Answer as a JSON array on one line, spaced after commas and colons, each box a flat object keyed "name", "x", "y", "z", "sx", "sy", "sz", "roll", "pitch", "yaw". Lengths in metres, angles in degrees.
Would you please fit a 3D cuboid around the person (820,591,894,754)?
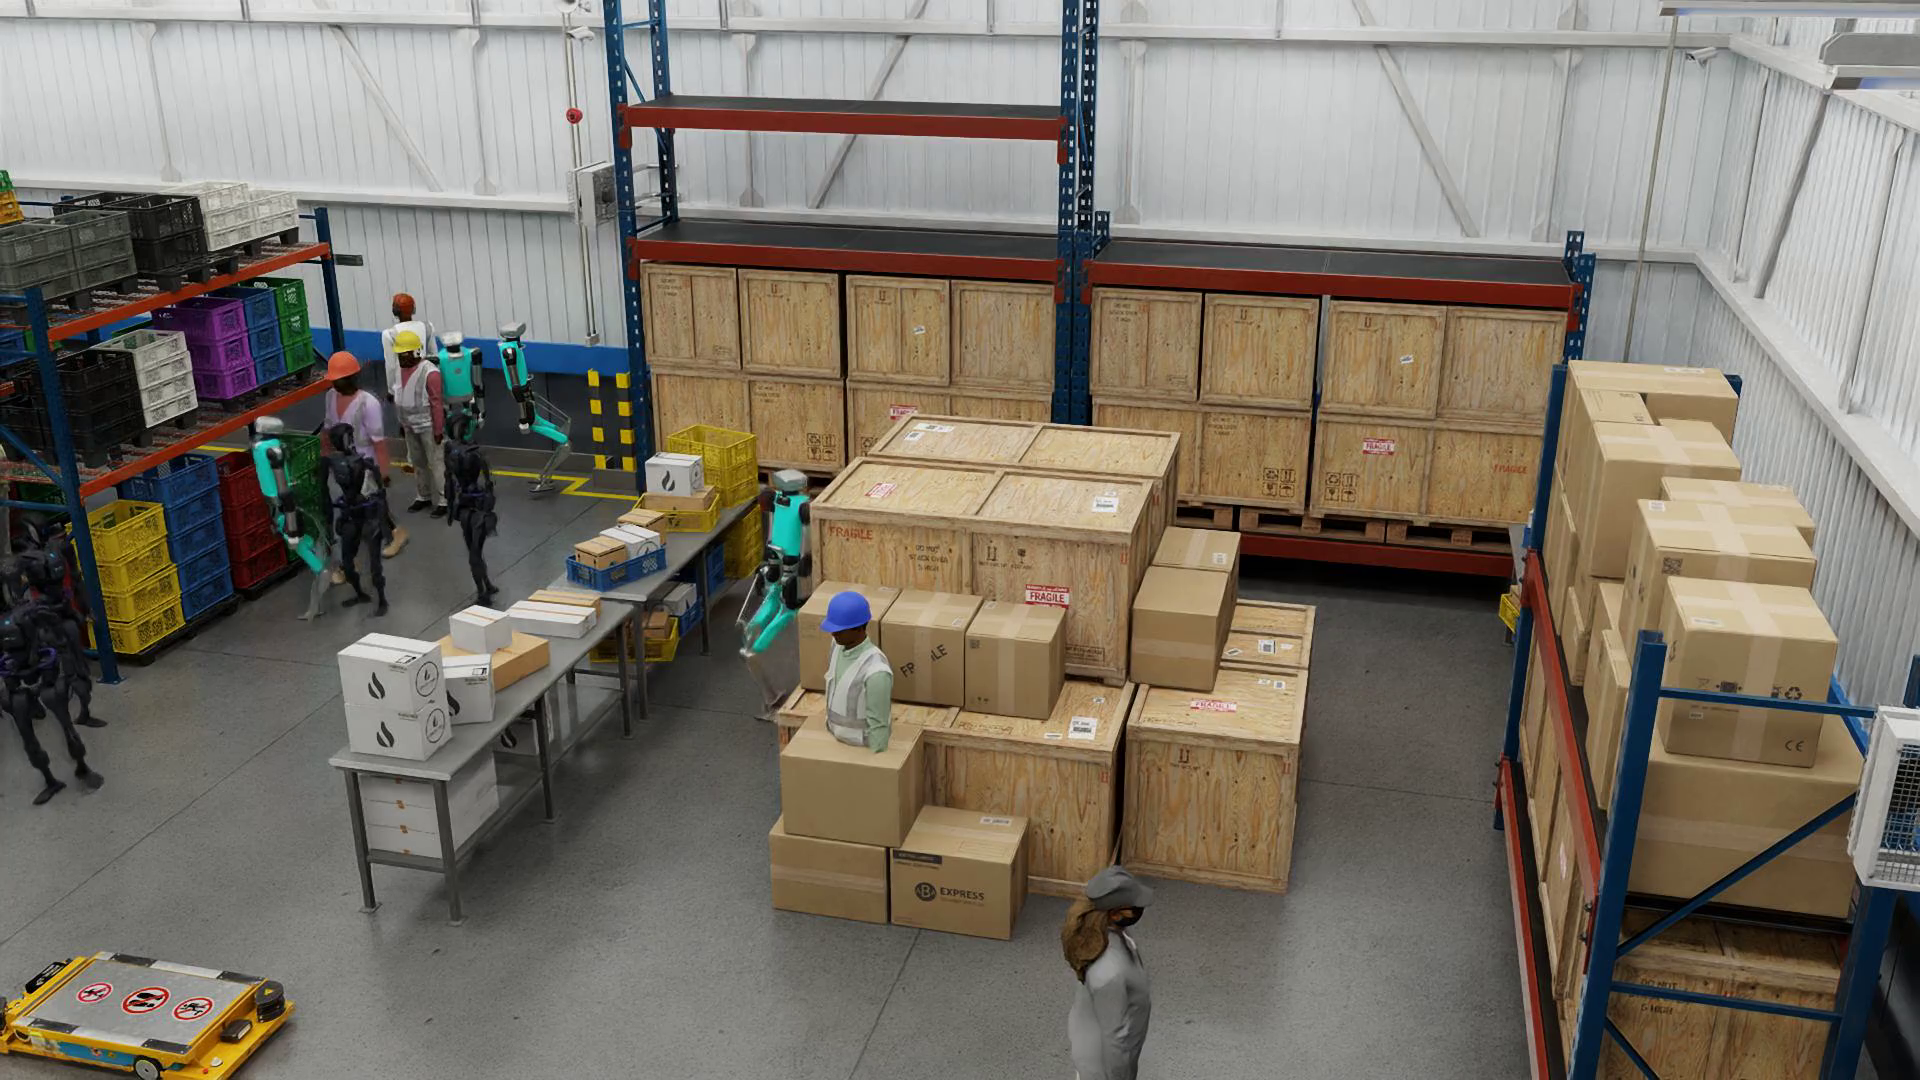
[{"name": "person", "x": -0.595, "y": 1.183, "z": 9.619, "sx": 0.411, "sy": 1.939, "sz": 0.602, "roll": -11, "pitch": 23, "yaw": -26}]

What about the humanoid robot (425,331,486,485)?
[{"name": "humanoid robot", "x": -4.948, "y": -1.247, "z": 16.267, "sx": 0.546, "sy": 1.743, "sz": 0.886, "roll": -12, "pitch": 24, "yaw": -28}]

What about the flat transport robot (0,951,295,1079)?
[{"name": "flat transport robot", "x": -4.270, "y": 2.464, "z": 8.601, "sx": 1.431, "sy": 0.231, "sz": 0.659, "roll": 5, "pitch": 22, "yaw": 13}]

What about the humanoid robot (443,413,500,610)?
[{"name": "humanoid robot", "x": -4.050, "y": -0.248, "z": 13.721, "sx": 0.614, "sy": 1.646, "sz": 0.464, "roll": 14, "pitch": 25, "yaw": 33}]

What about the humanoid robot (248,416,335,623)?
[{"name": "humanoid robot", "x": -5.284, "y": -0.138, "z": 13.442, "sx": 0.695, "sy": 1.852, "sz": 0.534, "roll": -16, "pitch": 26, "yaw": -36}]

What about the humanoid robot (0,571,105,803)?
[{"name": "humanoid robot", "x": -5.936, "y": 0.921, "z": 10.666, "sx": 0.615, "sy": 1.633, "sz": 0.436, "roll": -9, "pitch": 23, "yaw": -22}]

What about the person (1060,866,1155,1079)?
[{"name": "person", "x": 0.620, "y": 2.194, "z": 7.201, "sx": 0.396, "sy": 1.770, "sz": 0.563, "roll": -1, "pitch": 21, "yaw": -3}]

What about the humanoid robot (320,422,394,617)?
[{"name": "humanoid robot", "x": -4.884, "y": -0.175, "z": 13.552, "sx": 0.589, "sy": 1.643, "sz": 0.352, "roll": 3, "pitch": 21, "yaw": 7}]

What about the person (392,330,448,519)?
[{"name": "person", "x": -5.115, "y": -1.103, "z": 15.760, "sx": 0.589, "sy": 1.824, "sz": 0.405, "roll": 13, "pitch": 24, "yaw": 30}]

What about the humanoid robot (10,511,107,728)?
[{"name": "humanoid robot", "x": -6.384, "y": 0.546, "z": 11.664, "sx": 0.540, "sy": 1.642, "sz": 0.591, "roll": 7, "pitch": 22, "yaw": 18}]

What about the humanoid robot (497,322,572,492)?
[{"name": "humanoid robot", "x": -4.066, "y": -1.302, "z": 16.213, "sx": 0.735, "sy": 1.673, "sz": 0.533, "roll": -4, "pitch": 21, "yaw": -10}]

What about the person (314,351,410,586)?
[{"name": "person", "x": -5.223, "y": -0.679, "z": 14.407, "sx": 0.617, "sy": 1.997, "sz": 0.986, "roll": 14, "pitch": 25, "yaw": 32}]

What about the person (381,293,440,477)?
[{"name": "person", "x": -5.558, "y": -1.578, "z": 16.913, "sx": 0.582, "sy": 1.882, "sz": 0.346, "roll": -19, "pitch": 28, "yaw": -41}]

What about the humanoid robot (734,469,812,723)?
[{"name": "humanoid robot", "x": -1.406, "y": 0.427, "z": 11.880, "sx": 0.859, "sy": 1.774, "sz": 0.603, "roll": -16, "pitch": 26, "yaw": -36}]

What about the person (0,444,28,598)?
[{"name": "person", "x": -8.146, "y": -0.406, "z": 13.925, "sx": 0.432, "sy": 1.836, "sz": 0.617, "roll": -3, "pitch": 21, "yaw": -7}]
